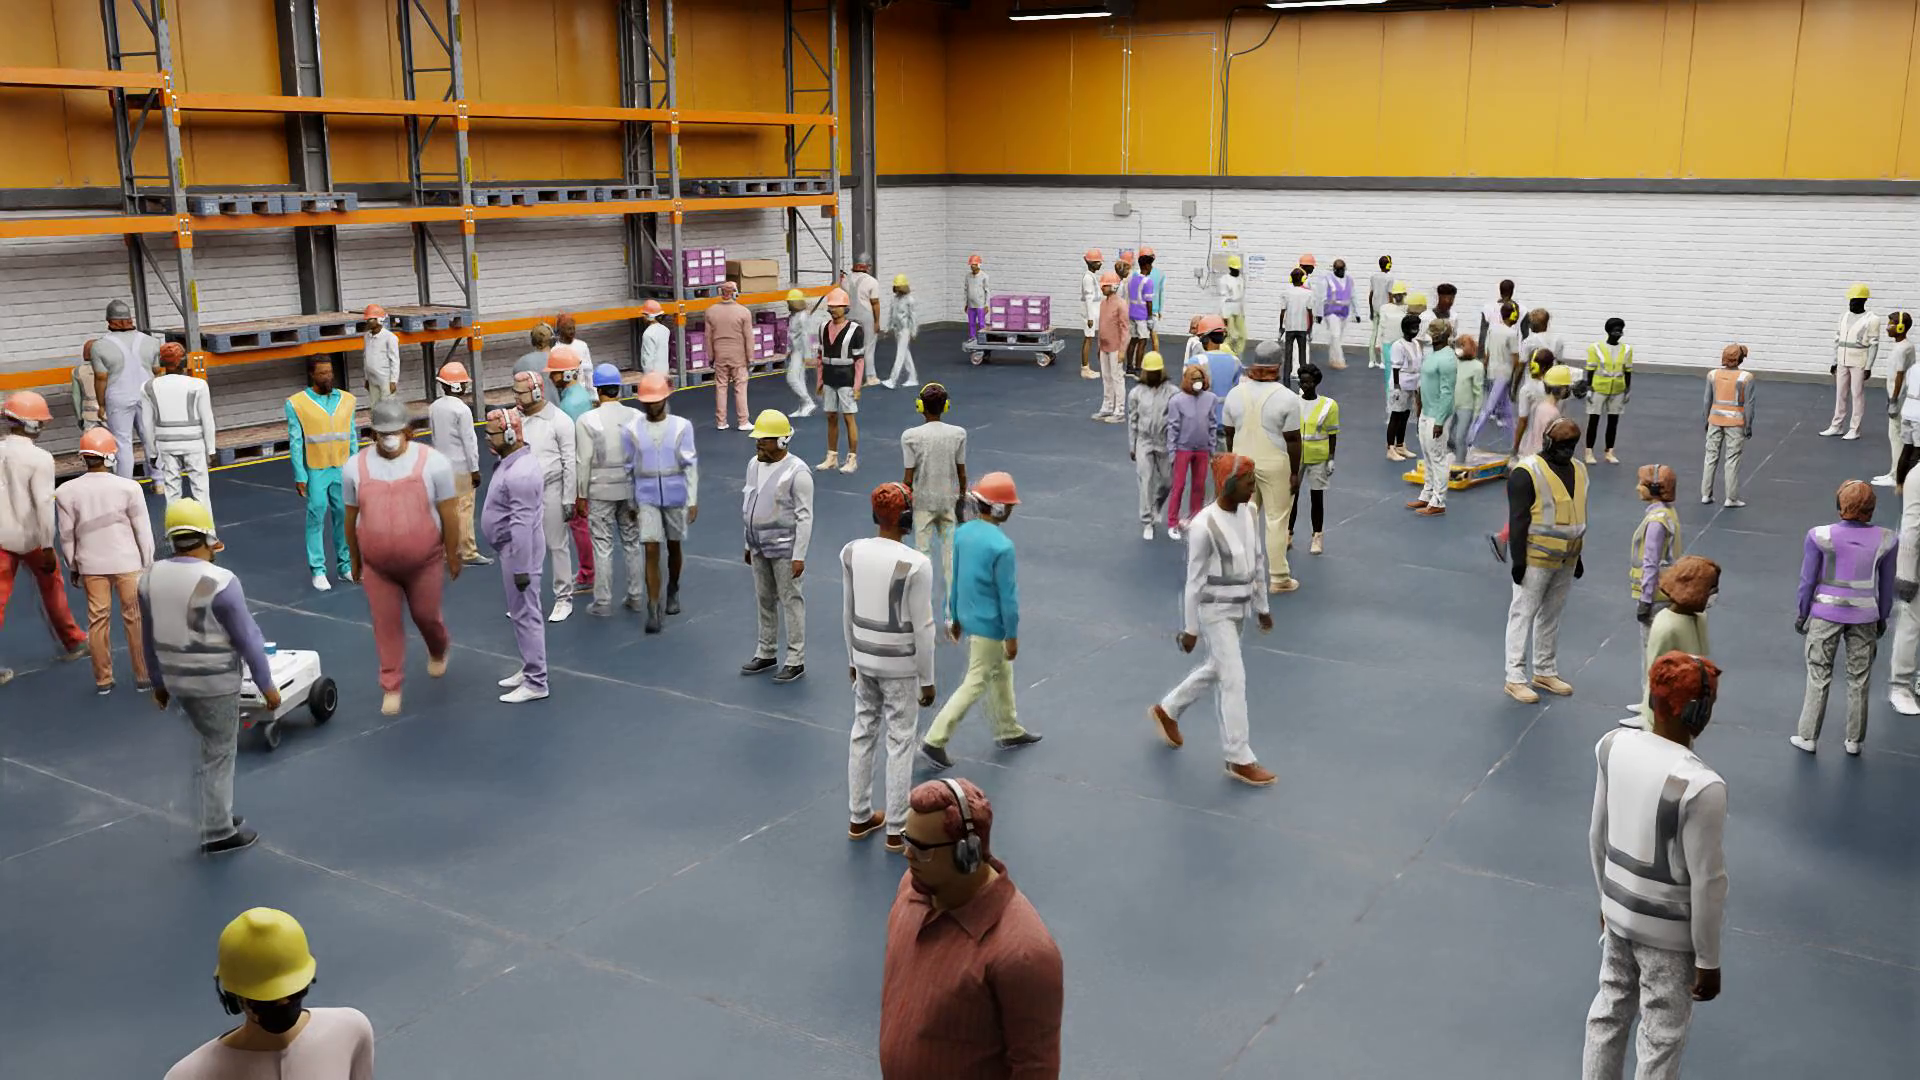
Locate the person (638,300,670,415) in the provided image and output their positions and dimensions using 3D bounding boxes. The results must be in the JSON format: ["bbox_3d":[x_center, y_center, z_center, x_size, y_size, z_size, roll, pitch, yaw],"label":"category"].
[{"bbox_3d":[-3.735,-2.054,20.334,0.316,1.756,0.560,3,13,12],"label":"person"}]

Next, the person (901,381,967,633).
[{"bbox_3d":[-0.195,-0.226,12.160,0.513,1.872,0.328,-5,14,-19],"label":"person"}]

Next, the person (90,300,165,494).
[{"bbox_3d":[-8.565,-1.449,17.089,0.537,2.000,0.679,11,17,41],"label":"person"}]

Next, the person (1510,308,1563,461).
[{"bbox_3d":[6.429,-1.681,18.612,0.532,1.804,0.830,-5,14,-19],"label":"person"}]

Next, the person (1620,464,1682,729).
[{"bbox_3d":[4.257,0.344,10.221,0.322,1.631,0.520,7,15,27],"label":"person"}]

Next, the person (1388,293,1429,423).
[{"bbox_3d":[5.998,-2.380,21.864,0.793,1.708,0.496,-5,14,-20],"label":"person"}]

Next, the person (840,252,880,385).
[{"bbox_3d":[-1.485,-3.417,25.630,0.690,2.000,0.537,9,16,33],"label":"person"}]

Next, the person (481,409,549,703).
[{"bbox_3d":[-2.866,0.095,10.717,0.401,1.900,0.650,-4,13,-15],"label":"person"}]

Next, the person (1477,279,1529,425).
[{"bbox_3d":[7.178,-2.496,21.966,0.629,1.878,0.898,4,14,19],"label":"person"}]

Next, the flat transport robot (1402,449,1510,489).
[{"bbox_3d":[5.492,-0.785,18.090,1.431,0.197,0.652,-12,18,-42],"label":"flat transport robot"}]

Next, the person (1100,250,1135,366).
[{"bbox_3d":[2.690,-3.871,27.788,0.485,1.958,0.658,-11,17,-40],"label":"person"}]

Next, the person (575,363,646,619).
[{"bbox_3d":[-2.643,-0.372,12.666,0.618,1.935,0.428,-11,17,-39],"label":"person"}]

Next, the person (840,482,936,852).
[{"bbox_3d":[-0.361,0.637,8.412,0.578,1.876,0.345,10,16,37],"label":"person"}]

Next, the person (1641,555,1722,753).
[{"bbox_3d":[3.442,0.866,7.963,0.500,1.626,0.308,-12,18,-42],"label":"person"}]

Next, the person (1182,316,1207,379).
[{"bbox_3d":[2.782,-1.829,19.641,0.313,1.634,0.514,0,13,1],"label":"person"}]

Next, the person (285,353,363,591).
[{"bbox_3d":[-5.148,-0.564,13.525,0.391,1.917,0.593,10,16,38],"label":"person"}]

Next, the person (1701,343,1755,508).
[{"bbox_3d":[7.681,-1.145,16.650,0.310,1.642,0.514,-10,16,-36],"label":"person"}]

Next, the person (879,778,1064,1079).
[{"bbox_3d":[-0.020,1.538,4.429,0.402,1.906,0.652,-9,16,-33],"label":"person"}]

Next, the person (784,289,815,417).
[{"bbox_3d":[-2.205,-2.497,22.315,0.373,1.730,0.496,-4,14,-17],"label":"person"}]

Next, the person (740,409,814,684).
[{"bbox_3d":[-1.240,0.038,11.098,0.590,1.833,0.404,11,17,40],"label":"person"}]

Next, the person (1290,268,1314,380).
[{"bbox_3d":[5.309,-3.397,26.167,0.564,1.752,0.340,-12,18,-43],"label":"person"}]

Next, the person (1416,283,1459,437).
[{"bbox_3d":[5.894,-2.202,20.587,0.669,1.939,0.572,-3,13,-13],"label":"person"}]

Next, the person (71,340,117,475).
[{"bbox_3d":[-8.783,-1.234,17.037,0.523,1.638,0.311,-1,13,-6],"label":"person"}]

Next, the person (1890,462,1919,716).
[{"bbox_3d":[6.190,0.159,10.457,0.682,1.890,0.397,-5,14,-22],"label":"person"}]

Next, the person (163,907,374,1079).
[{"bbox_3d":[-1.610,1.706,4.005,0.315,1.770,0.524,12,18,42],"label":"person"}]

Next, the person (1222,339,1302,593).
[{"bbox_3d":[2.480,-0.602,13.415,0.682,2.000,0.538,11,17,39],"label":"person"}]

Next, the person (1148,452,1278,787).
[{"bbox_3d":[1.472,0.399,9.495,0.925,1.851,0.577,11,17,39],"label":"person"}]

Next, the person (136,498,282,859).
[{"bbox_3d":[-3.721,0.690,8.313,0.647,1.812,0.494,6,14,25],"label":"person"}]

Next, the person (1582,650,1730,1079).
[{"bbox_3d":[2.337,1.284,5.575,0.356,1.886,0.574,-4,14,-17],"label":"person"}]

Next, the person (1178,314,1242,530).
[{"bbox_3d":[2.325,-1.089,15.565,0.616,2.029,0.409,-8,15,-31],"label":"person"}]

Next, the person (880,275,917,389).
[{"bbox_3d":[-0.938,-3.140,25.169,0.857,1.703,0.498,-11,17,-40],"label":"person"}]

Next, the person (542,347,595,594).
[{"bbox_3d":[-3.101,-0.556,13.348,0.406,1.986,0.620,-1,13,-6],"label":"person"}]

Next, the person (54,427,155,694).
[{"bbox_3d":[-5.529,0.138,10.834,0.563,1.753,0.327,-2,13,-8],"label":"person"}]

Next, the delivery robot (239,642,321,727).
[{"bbox_3d":[-4.188,0.866,10.100,0.477,0.478,0.707,1,13,5],"label":"delivery robot"}]

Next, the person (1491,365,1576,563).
[{"bbox_3d":[4.883,-0.609,14.079,0.559,1.756,0.530,3,13,14],"label":"person"}]

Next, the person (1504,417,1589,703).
[{"bbox_3d":[3.797,0.121,10.731,0.619,1.838,0.430,-7,15,-28],"label":"person"}]

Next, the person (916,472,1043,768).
[{"bbox_3d":[0.111,0.451,9.574,0.866,1.708,0.569,-7,15,-26],"label":"person"}]
